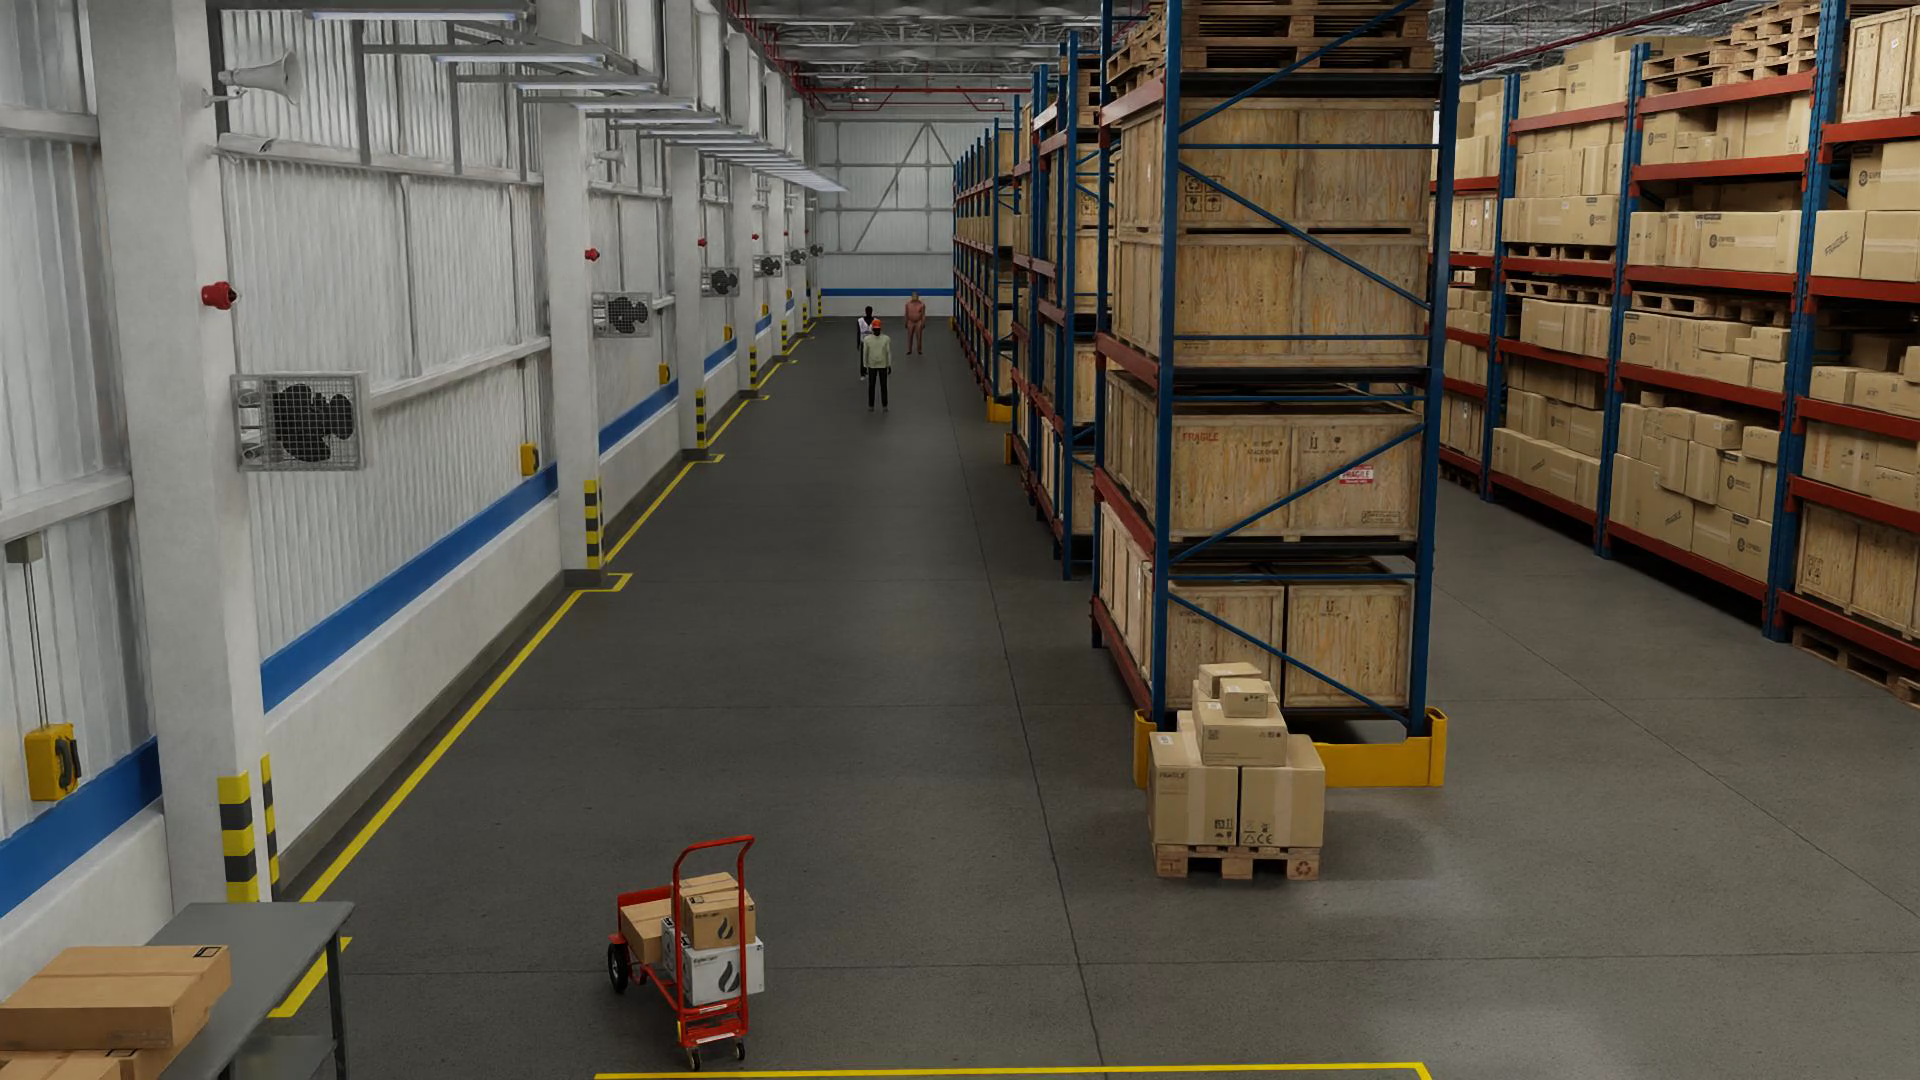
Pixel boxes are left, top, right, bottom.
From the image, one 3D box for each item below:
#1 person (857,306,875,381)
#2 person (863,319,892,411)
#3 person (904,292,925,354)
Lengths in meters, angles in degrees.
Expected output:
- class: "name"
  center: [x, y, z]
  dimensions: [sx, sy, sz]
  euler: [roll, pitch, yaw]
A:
- class: "person"
  center: [-2.346, -5.034, 42.591]
  dimensions: [0.599, 1.907, 0.405]
  euler: [-2, 11, -8]
- class: "person"
  center: [-1.769, -3.737, 35.636]
  dimensions: [0.622, 1.986, 0.410]
  euler: [-1, 11, -4]
- class: "person"
  center: [-1.385, -6.653, 50.995]
  dimensions: [0.643, 1.912, 0.410]
  euler: [0, 11, 1]
